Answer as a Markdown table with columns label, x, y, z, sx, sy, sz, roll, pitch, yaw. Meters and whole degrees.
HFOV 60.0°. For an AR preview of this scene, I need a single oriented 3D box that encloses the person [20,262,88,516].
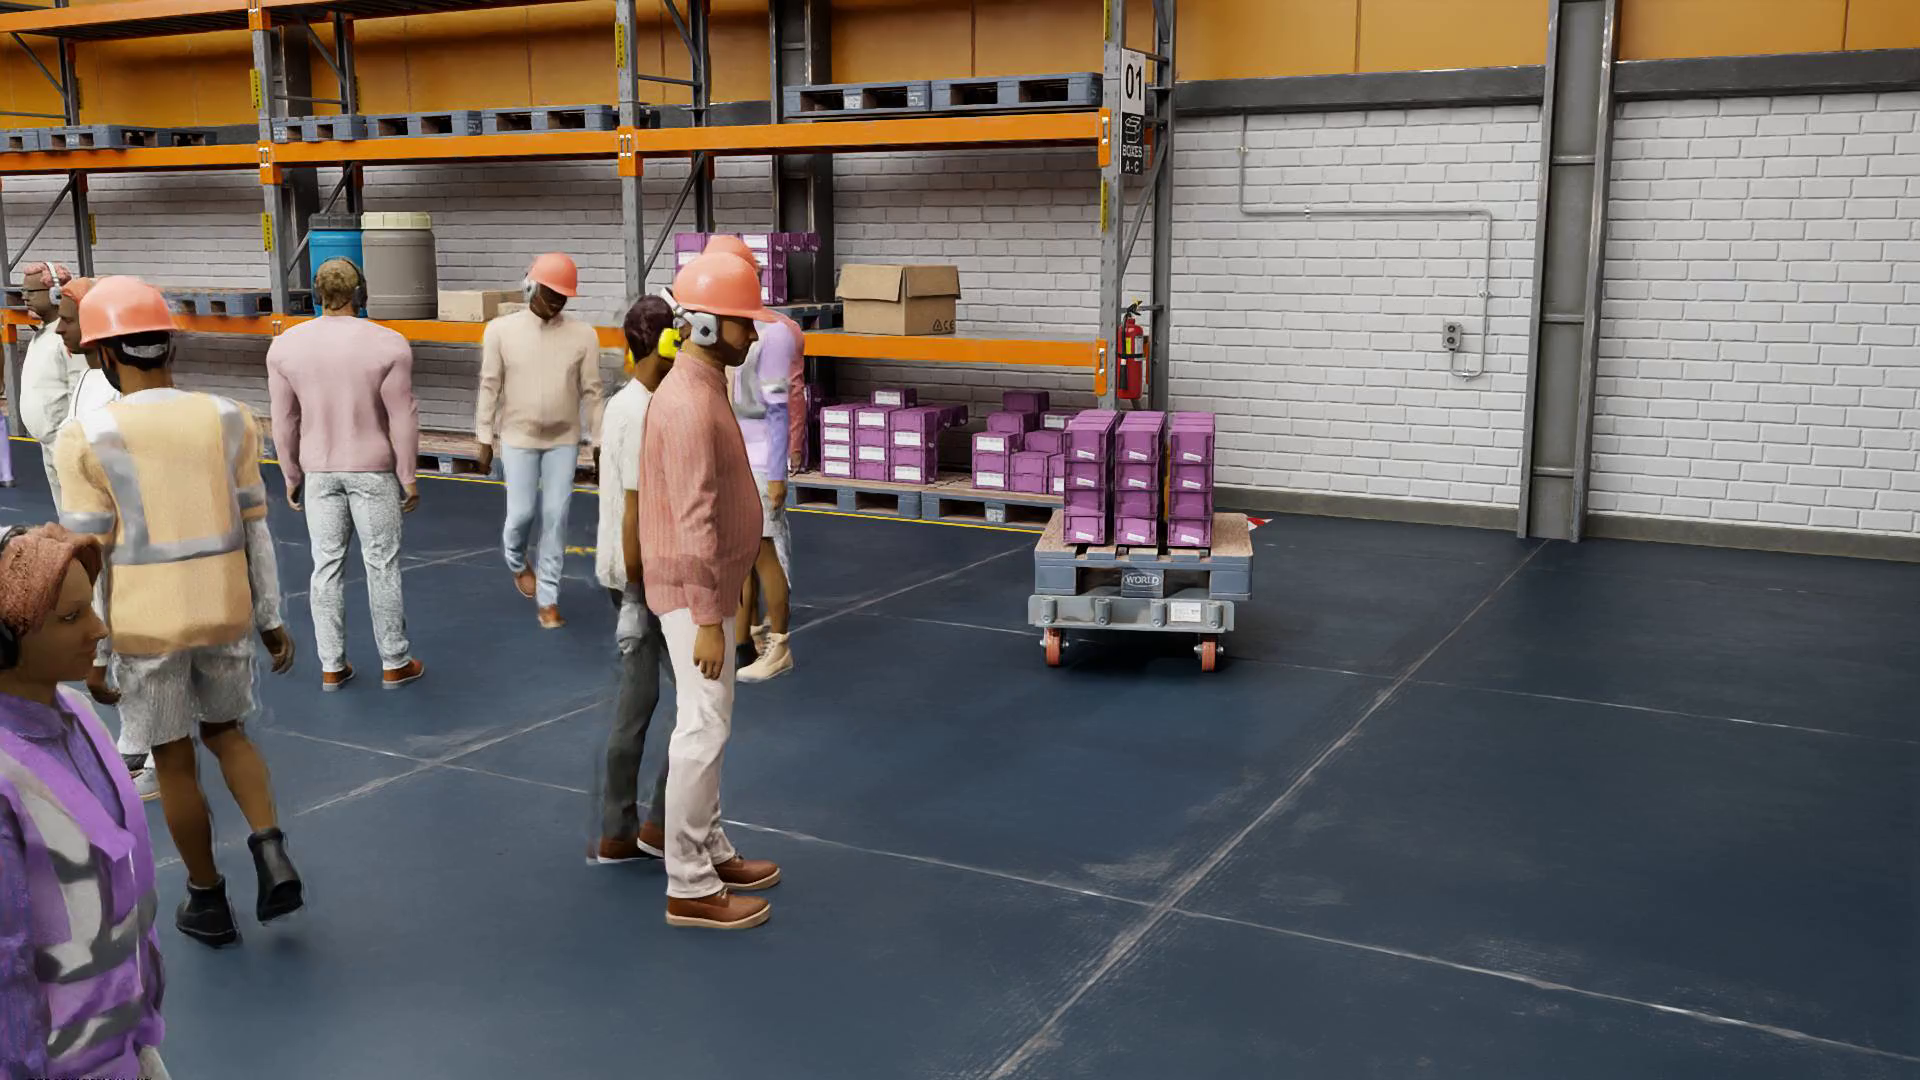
| label | x | y | z | sx | sy | sz | roll | pitch | yaw |
| --- | --- | --- | --- | --- | --- | --- | --- | --- | --- |
| person | -4.590 | -0.469 | 8.554 | 0.395 | 1.899 | 0.640 | -10 | 14 | -44 |

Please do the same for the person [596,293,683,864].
| label | x | y | z | sx | sy | sz | roll | pitch | yaw |
| --- | --- | --- | --- | --- | --- | --- | --- | --- | --- |
| person | -0.947 | 0.144 | 5.330 | 0.560 | 1.842 | 0.517 | -3 | 11 | -17 |

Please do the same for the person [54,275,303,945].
| label | x | y | z | sx | sy | sz | roll | pitch | yaw |
| --- | --- | --- | --- | --- | --- | --- | --- | --- | --- |
| person | -2.187 | 0.229 | 4.656 | 0.500 | 1.915 | 0.572 | 9 | 13 | 39 |

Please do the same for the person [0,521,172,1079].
| label | x | y | z | sx | sy | sz | roll | pitch | yaw |
| --- | --- | --- | --- | --- | --- | --- | --- | --- | --- |
| person | -1.365 | 0.779 | 2.438 | 0.438 | 1.626 | 0.520 | -2 | 10 | -9 |

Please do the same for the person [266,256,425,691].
| label | x | y | z | sx | sy | sz | roll | pitch | yaw |
| --- | --- | --- | --- | --- | --- | --- | --- | --- | --- |
| person | -2.723 | -0.285 | 7.418 | 0.629 | 1.939 | 0.372 | 0 | 10 | -2 |

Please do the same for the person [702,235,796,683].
| label | x | y | z | sx | sy | sz | roll | pitch | yaw |
| --- | --- | --- | --- | --- | --- | --- | --- | --- | --- |
| person | -1.001 | -0.360 | 7.582 | 0.417 | 2.030 | 0.613 | -10 | 14 | -44 |

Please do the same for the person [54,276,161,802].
| label | x | y | z | sx | sy | sz | roll | pitch | yaw |
| --- | --- | --- | --- | --- | --- | --- | --- | --- | --- |
| person | -3.027 | 0.001 | 5.997 | 0.586 | 1.882 | 0.343 | 10 | 14 | 44 |

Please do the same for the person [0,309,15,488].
| label | x | y | z | sx | sy | sz | roll | pitch | yaw |
| --- | --- | --- | --- | --- | --- | --- | --- | --- | --- |
| person | -7.860 | -1.291 | 13.221 | 0.382 | 1.836 | 0.566 | 7 | 12 | 32 |

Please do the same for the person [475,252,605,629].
| label | x | y | z | sx | sy | sz | roll | pitch | yaw |
| --- | --- | --- | --- | --- | --- | --- | --- | --- | --- |
| person | -2.219 | -0.539 | 8.781 | 0.659 | 1.953 | 0.660 | -4 | 11 | -22 |

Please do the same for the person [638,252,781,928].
| label | x | y | z | sx | sy | sz | roll | pitch | yaw |
| --- | --- | --- | --- | --- | --- | --- | --- | --- | --- |
| person | -0.727 | 0.158 | 4.885 | 0.411 | 1.981 | 0.622 | -1 | 10 | -6 |
